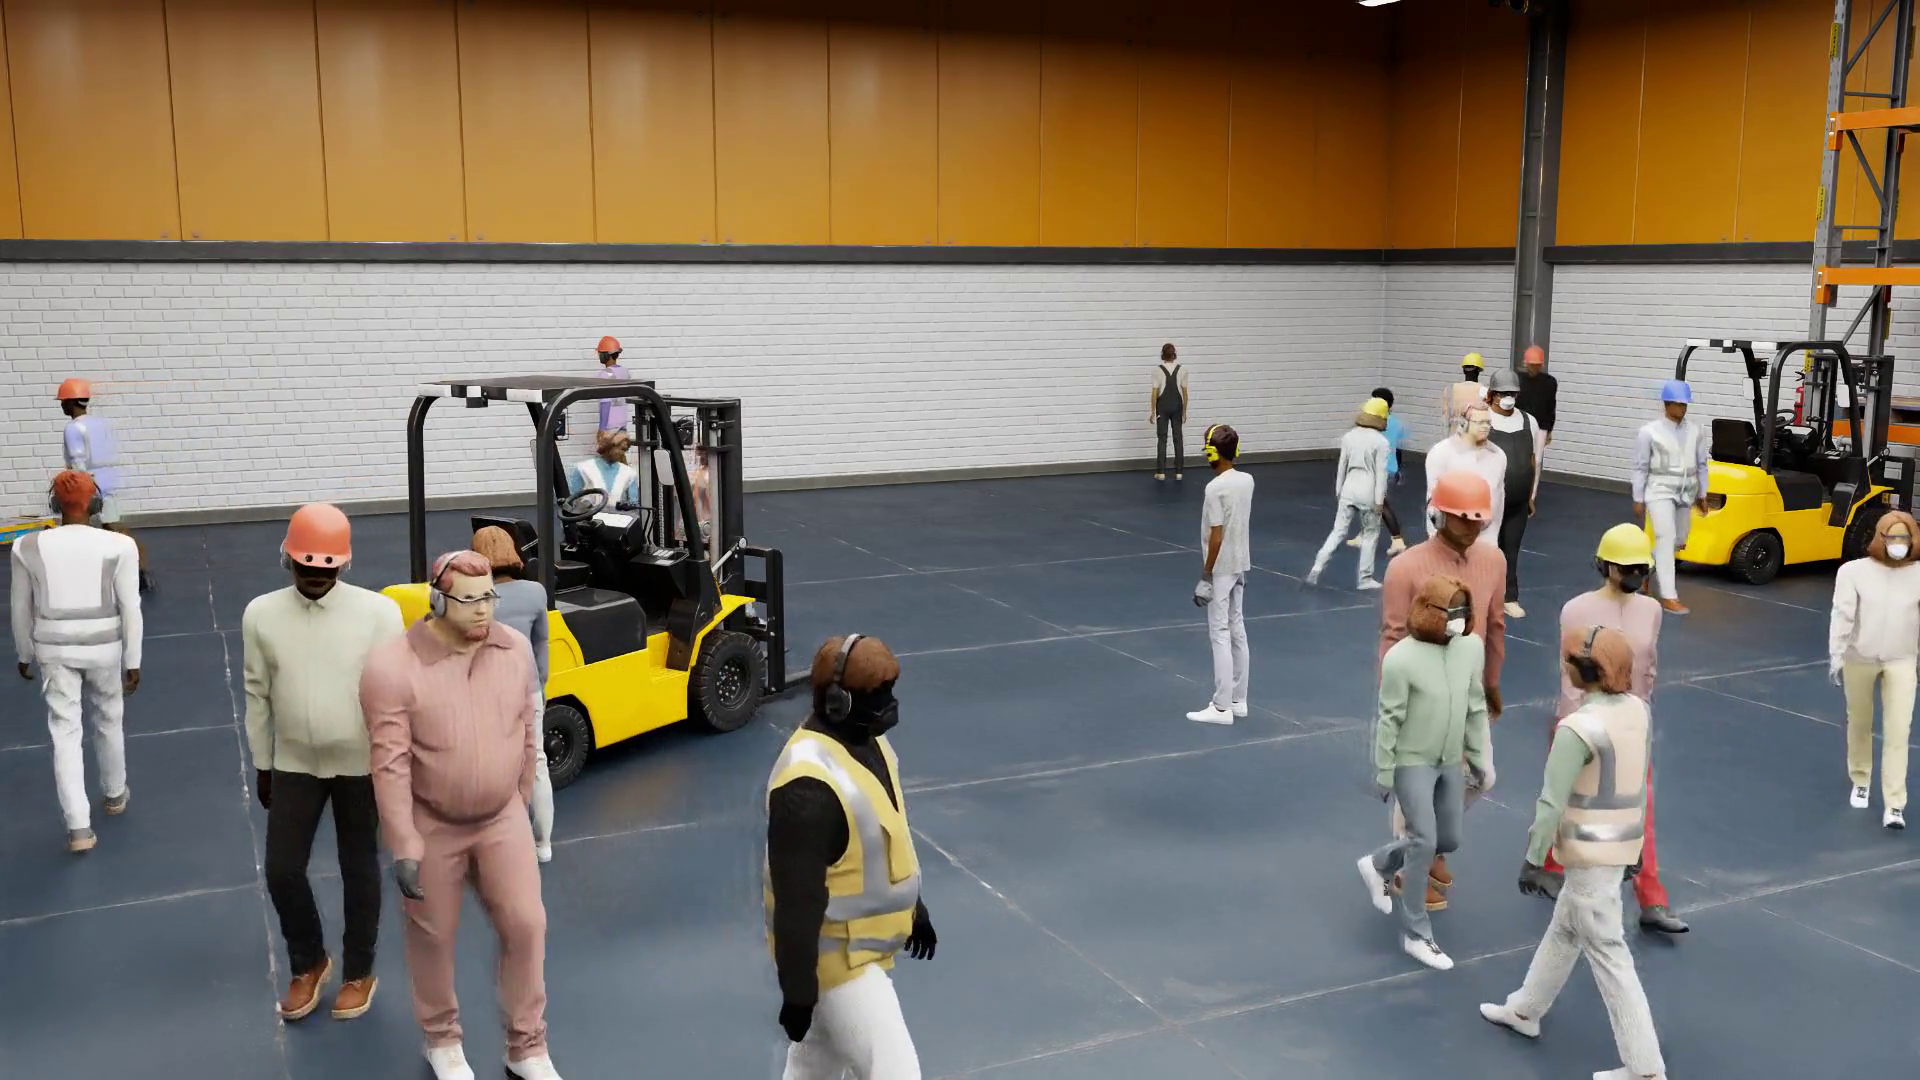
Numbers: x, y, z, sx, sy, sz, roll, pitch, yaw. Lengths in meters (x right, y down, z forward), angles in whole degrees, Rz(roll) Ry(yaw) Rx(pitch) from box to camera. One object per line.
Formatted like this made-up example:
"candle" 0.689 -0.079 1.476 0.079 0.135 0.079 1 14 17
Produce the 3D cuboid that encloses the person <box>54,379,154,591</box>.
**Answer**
"person" -7.521 -0.453 14.397 1.003 1.890 0.566 1 9 5

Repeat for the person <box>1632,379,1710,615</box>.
"person" 5.882 -0.386 13.861 0.606 1.926 0.854 -2 9 -14

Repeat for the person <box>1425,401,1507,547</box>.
"person" 3.640 -0.082 12.092 0.634 1.884 0.842 -1 9 -9

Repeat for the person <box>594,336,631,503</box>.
"person" -4.119 -1.384 19.652 0.369 2.048 0.607 2 9 14

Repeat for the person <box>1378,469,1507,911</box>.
"person" 2.125 0.657 7.243 0.688 1.967 0.480 -4 10 -21

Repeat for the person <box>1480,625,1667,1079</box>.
"person" 2.162 1.086 5.768 0.528 1.602 0.799 -8 12 -42

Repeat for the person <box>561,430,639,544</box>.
"person" -2.722 -0.035 12.652 0.576 1.595 0.460 -6 11 -32

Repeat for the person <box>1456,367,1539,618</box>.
"person" 4.362 -0.376 13.417 0.683 2.000 0.538 -1 9 -8

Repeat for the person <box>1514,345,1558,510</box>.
"person" 6.720 -1.344 19.723 0.625 1.956 0.750 1 9 8

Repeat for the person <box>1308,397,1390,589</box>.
"person" 3.452 -0.392 14.563 0.686 1.712 0.505 -8 12 -39

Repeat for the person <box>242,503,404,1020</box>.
"person" -2.347 0.835 6.161 0.613 1.962 0.493 -1 9 -5

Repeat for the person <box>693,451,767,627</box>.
"person" -1.737 0.023 12.302 0.849 1.588 0.523 -2 9 -13

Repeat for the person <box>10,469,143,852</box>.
"person" -4.354 0.564 8.236 0.587 1.835 0.985 -4 10 -24

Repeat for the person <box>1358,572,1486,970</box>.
"person" 1.863 0.898 6.827 0.524 1.610 0.547 -5 10 -29

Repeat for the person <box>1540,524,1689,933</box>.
"person" 2.800 0.798 7.106 0.542 1.731 0.875 -2 9 -13

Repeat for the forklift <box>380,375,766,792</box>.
"forklift" -2.268 0.149 9.685 1.214 2.155 2.313 6 11 32

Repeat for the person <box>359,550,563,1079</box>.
"person" -1.631 0.973 5.556 0.636 1.875 0.765 -7 12 -38

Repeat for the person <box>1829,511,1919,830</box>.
"person" 4.666 0.654 8.409 0.501 1.593 0.842 4 10 25

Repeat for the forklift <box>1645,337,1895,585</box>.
"forklift" 7.551 -0.789 15.507 2.313 2.155 1.214 -4 10 -25

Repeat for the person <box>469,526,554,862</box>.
"person" -2.124 0.742 7.739 0.289 1.633 0.501 7 12 39

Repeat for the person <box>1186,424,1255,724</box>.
"person" 1.625 0.214 10.322 0.327 1.860 0.517 7 12 37

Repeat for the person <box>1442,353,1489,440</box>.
"person" 5.541 -1.072 18.116 0.584 1.919 0.375 6 11 32

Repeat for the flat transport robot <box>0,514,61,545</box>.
"flat transport robot" -9.893 -0.065 16.960 0.652 0.197 1.431 4 10 22

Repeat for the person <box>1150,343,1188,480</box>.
"person" 2.809 -1.717 22.363 0.506 1.840 0.344 -1 9 -4

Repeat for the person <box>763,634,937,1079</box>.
"person" -0.216 1.147 4.646 0.776 1.810 0.643 1 9 6

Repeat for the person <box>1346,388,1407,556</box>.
"person" 4.191 -0.687 16.540 0.536 1.655 0.852 -6 11 -35
